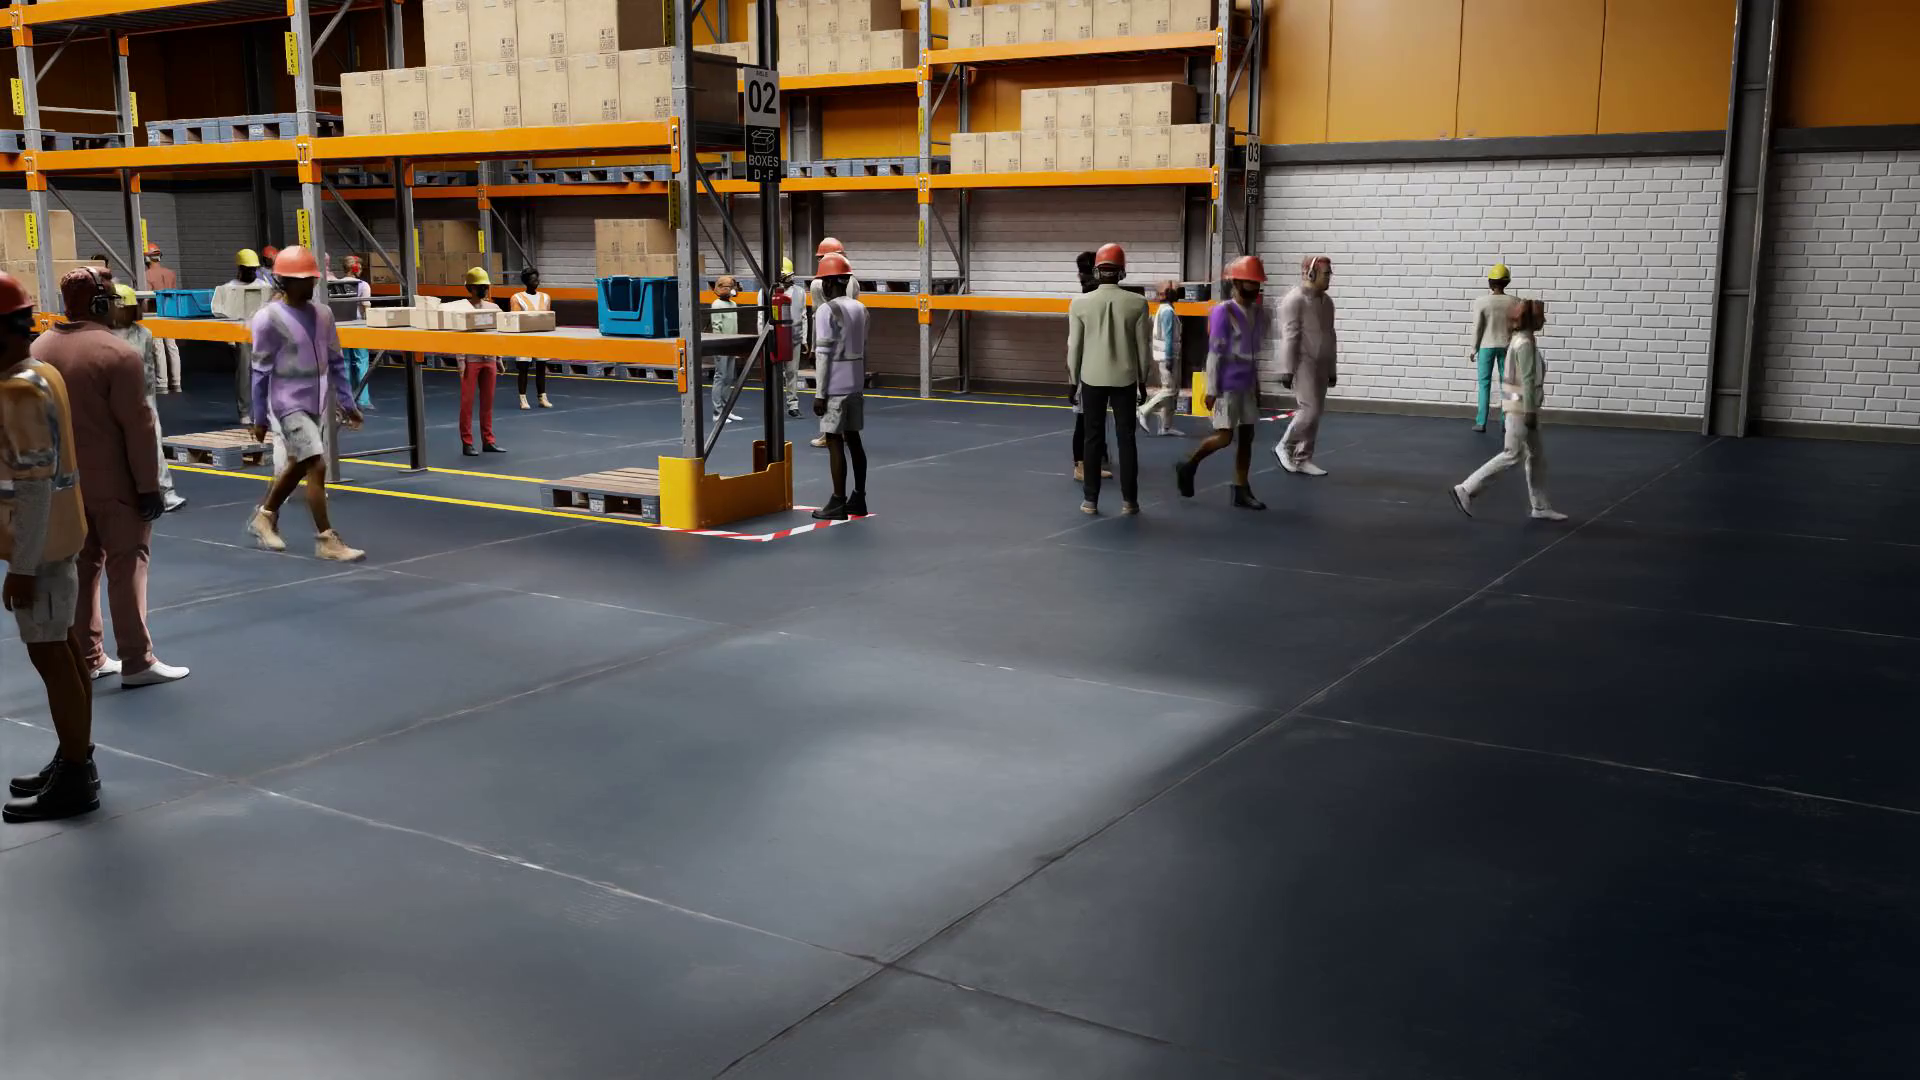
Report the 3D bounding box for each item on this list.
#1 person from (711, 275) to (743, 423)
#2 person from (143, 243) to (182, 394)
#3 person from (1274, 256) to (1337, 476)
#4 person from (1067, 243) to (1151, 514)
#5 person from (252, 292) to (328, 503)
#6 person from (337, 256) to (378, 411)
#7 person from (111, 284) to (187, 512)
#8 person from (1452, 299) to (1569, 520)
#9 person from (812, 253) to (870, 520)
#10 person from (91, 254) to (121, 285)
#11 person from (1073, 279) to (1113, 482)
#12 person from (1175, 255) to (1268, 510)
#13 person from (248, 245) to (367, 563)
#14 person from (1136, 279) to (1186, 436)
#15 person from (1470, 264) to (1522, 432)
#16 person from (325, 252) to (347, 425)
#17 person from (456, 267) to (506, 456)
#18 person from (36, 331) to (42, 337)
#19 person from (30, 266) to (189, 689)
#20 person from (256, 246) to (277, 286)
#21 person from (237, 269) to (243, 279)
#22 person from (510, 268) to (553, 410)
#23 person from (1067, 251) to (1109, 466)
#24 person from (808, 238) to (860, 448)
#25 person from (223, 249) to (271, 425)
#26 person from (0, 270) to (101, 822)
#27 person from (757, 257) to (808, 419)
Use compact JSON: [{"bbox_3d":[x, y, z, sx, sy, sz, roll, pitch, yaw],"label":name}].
[{"bbox_3d":[-2.602,-2.123,18.518,0.270,1.632,0.504,3,11,18],"label":"person"},{"bbox_3d":[-10.595,-2.920,21.964,0.393,1.985,0.611,3,11,15],"label":"person"},{"bbox_3d":[3.016,-1.478,14.237,0.418,1.887,0.669,10,14,44],"label":"person"},{"bbox_3d":[1.100,-1.185,12.323,0.613,1.995,0.390,1,10,6],"label":"person"},{"bbox_3d":[-5.159,-1.096,12.831,0.498,1.633,0.279,-2,10,-12],"label":"person"},{"bbox_3d":[-7.212,-2.439,19.753,0.601,1.844,0.402,3,11,17],"label":"person"},{"bbox_3d":[-6.160,-1.035,12.331,0.899,1.693,0.509,7,13,35],"label":"person"},{"bbox_3d":[4.011,-0.937,12.015,0.754,1.613,0.517,3,11,19],"label":"person"},{"bbox_3d":[-0.890,-1.112,12.105,0.382,1.932,0.541,6,12,31],"label":"person"},{"bbox_3d":[-11.222,-2.827,21.900,0.504,1.827,0.549,5,11,26],"label":"person"},{"bbox_3d":[1.117,-1.335,13.980,0.319,1.698,0.532,5,12,27],"label":"person"},{"bbox_3d":[2.003,-1.191,12.591,0.553,1.918,0.705,-10,14,-43],"label":"person"},{"bbox_3d":[-4.252,-0.865,10.573,1.006,2.003,0.613,4,11,19],"label":"person"},{"bbox_3d":[2.085,-1.862,17.089,0.457,1.623,0.534,1,10,4],"label":"person"},{"bbox_3d":[5.644,-2.011,17.524,0.533,1.772,0.296,0,10,2],"label":"person"},{"bbox_3d":[-6.968,-2.208,18.241,0.399,1.907,0.644,-2,10,-11],"label":"person"},{"bbox_3d":[-4.530,-1.683,15.717,0.328,1.769,0.526,8,13,37],"label":"person"},{"bbox_3d":[-10.861,-2.540,20.046,0.381,1.917,0.585,5,11,26],"label":"person"},{"bbox_3d":[-3.868,-0.278,7.541,0.652,1.906,0.409,4,11,21],"label":"person"},{"bbox_3d":[-10.602,-3.557,25.632,0.368,1.933,0.548,3,11,18],"label":"person"},{"bbox_3d":[-10.640,-3.270,24.879,0.507,1.632,0.268,-4,11,-23],"label":"person"},{"bbox_3d":[-5.115,-2.407,19.920,0.542,1.695,0.316,-9,14,-42],"label":"person"},{"bbox_3d":[1.186,-1.591,14.759,0.504,1.927,0.637,-3,11,-15],"label":"person"},{"bbox_3d":[-1.251,-1.916,16.243,0.378,2.044,0.607,8,13,37],"label":"person"},{"bbox_3d":[-7.782,-2.229,18.299,0.385,1.923,0.594,7,12,34],"label":"person"},{"bbox_3d":[-3.272,0.021,5.828,0.379,1.927,0.542,-4,11,-21],"label":"person"},{"bbox_3d":[-1.985,-2.268,18.785,0.593,1.828,0.403,-5,11,-25],"label":"person"}]
